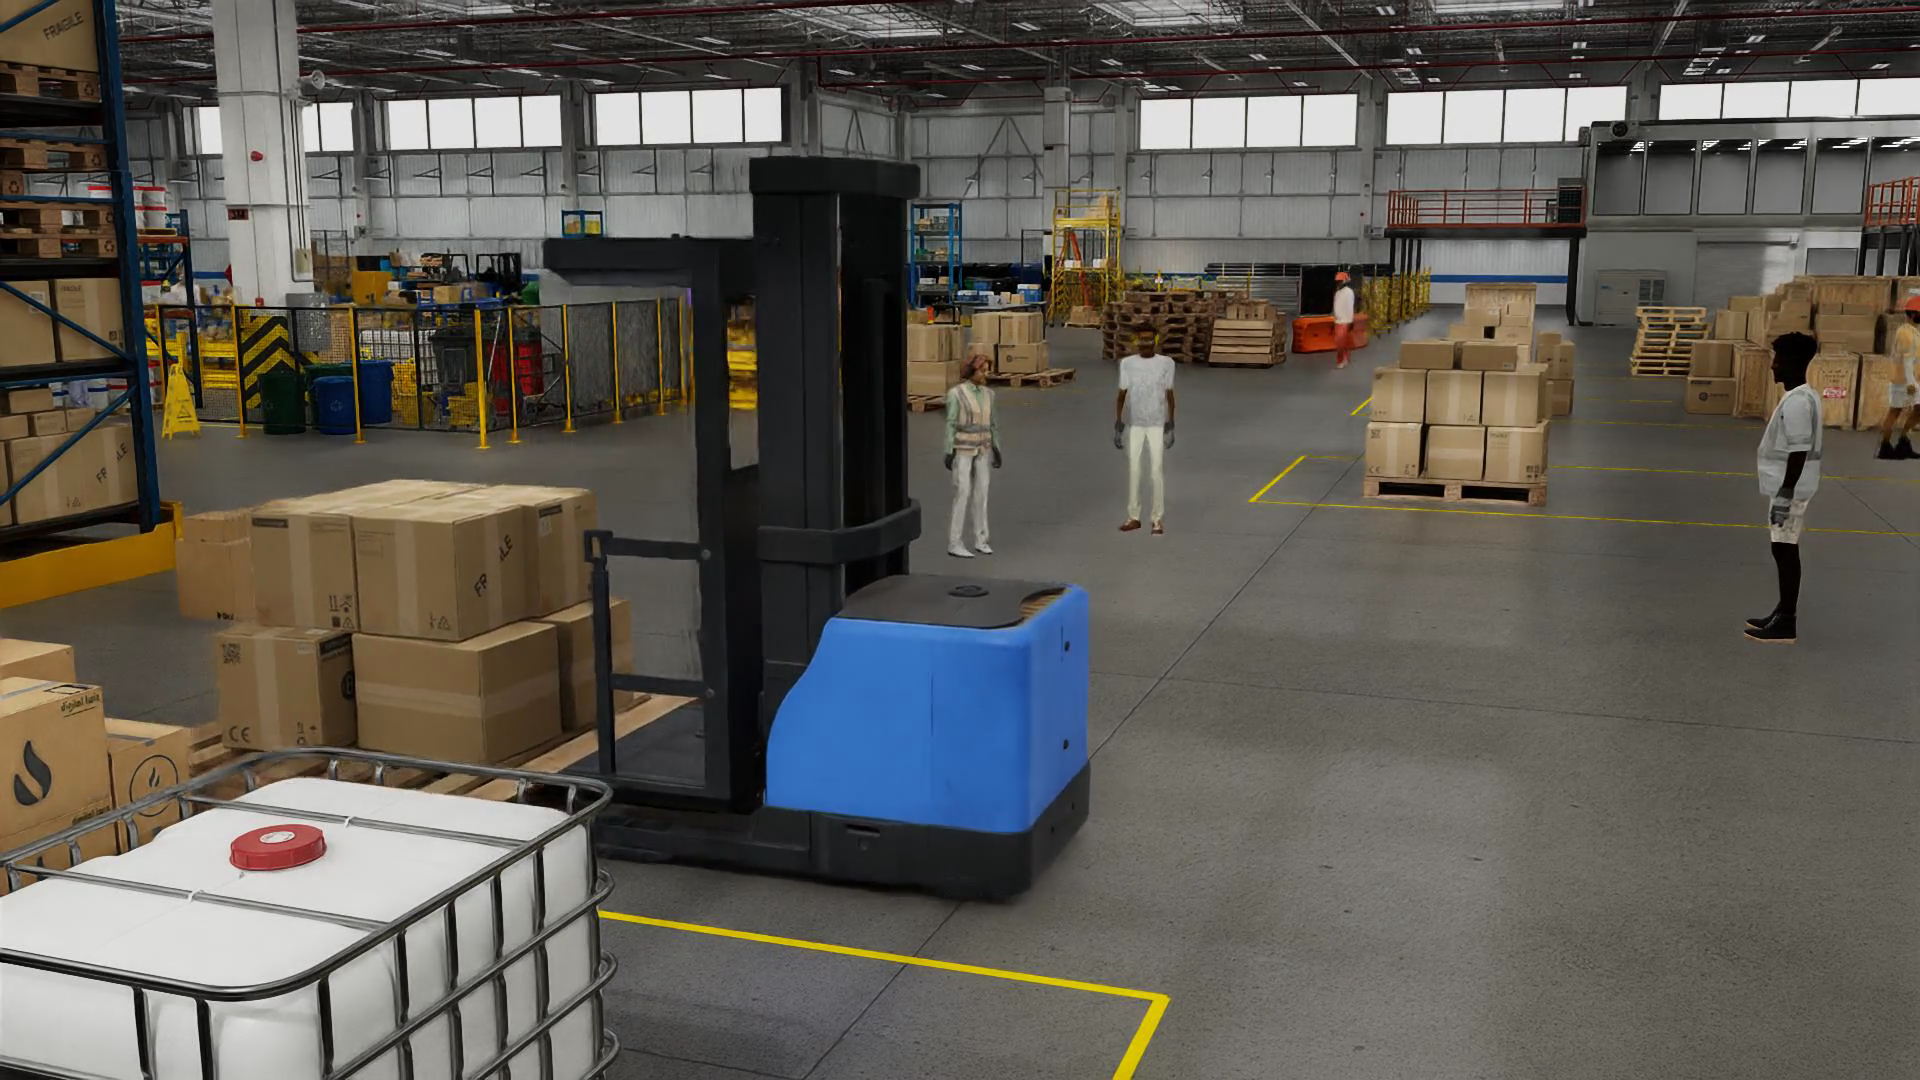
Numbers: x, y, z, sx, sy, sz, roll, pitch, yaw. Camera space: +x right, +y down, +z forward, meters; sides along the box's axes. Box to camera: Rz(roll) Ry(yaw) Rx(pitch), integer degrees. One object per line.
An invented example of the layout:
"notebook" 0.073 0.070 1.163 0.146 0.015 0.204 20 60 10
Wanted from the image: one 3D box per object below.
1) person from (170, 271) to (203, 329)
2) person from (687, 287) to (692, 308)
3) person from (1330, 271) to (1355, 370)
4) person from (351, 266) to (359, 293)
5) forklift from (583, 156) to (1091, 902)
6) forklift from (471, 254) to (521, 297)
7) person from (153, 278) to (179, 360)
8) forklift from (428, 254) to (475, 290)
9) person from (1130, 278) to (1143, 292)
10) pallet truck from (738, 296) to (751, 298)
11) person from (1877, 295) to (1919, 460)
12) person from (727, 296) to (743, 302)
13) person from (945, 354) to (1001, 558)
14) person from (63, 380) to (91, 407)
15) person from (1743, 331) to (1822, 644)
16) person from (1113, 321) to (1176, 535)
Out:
"person" -17.981 -5.290 38.637 0.683 1.893 0.432 -2 10 -14
"person" -7.181 -6.411 44.887 0.543 1.914 0.422 5 11 27
"person" 7.611 -4.374 33.241 0.447 1.973 0.644 -3 11 -18
"person" -20.978 -8.606 57.718 0.401 1.755 0.530 -1 10 -7
"forklift" -0.471 -0.123 6.763 1.873 2.768 1.129 3 11 19
"forklift" -17.990 -10.121 64.684 1.157 1.987 2.680 3 11 17
"person" -16.344 -4.485 34.317 0.549 1.822 0.592 5 11 27
"forklift" -20.133 -10.254 65.465 1.157 1.987 2.680 3 11 19
"person" 4.105 -5.262 38.930 0.490 1.735 0.454 6 12 32
"pallet truck" -7.986 -9.493 62.019 0.823 1.965 1.885 3 11 17
"person" 11.020 -1.866 19.290 0.584 1.916 0.547 9 13 40
"person" -6.381 -6.742 46.525 0.616 1.996 0.996 4 11 20
"person" 0.093 -0.686 13.462 0.361 1.630 0.523 10 14 43
"person" -11.334 -2.139 21.257 0.313 1.767 0.534 -1 10 -6
"person" 5.211 -0.328 10.492 0.361 1.964 0.616 6 11 29
"person" 1.598 -0.970 14.446 0.541 1.855 0.402 3 11 16
